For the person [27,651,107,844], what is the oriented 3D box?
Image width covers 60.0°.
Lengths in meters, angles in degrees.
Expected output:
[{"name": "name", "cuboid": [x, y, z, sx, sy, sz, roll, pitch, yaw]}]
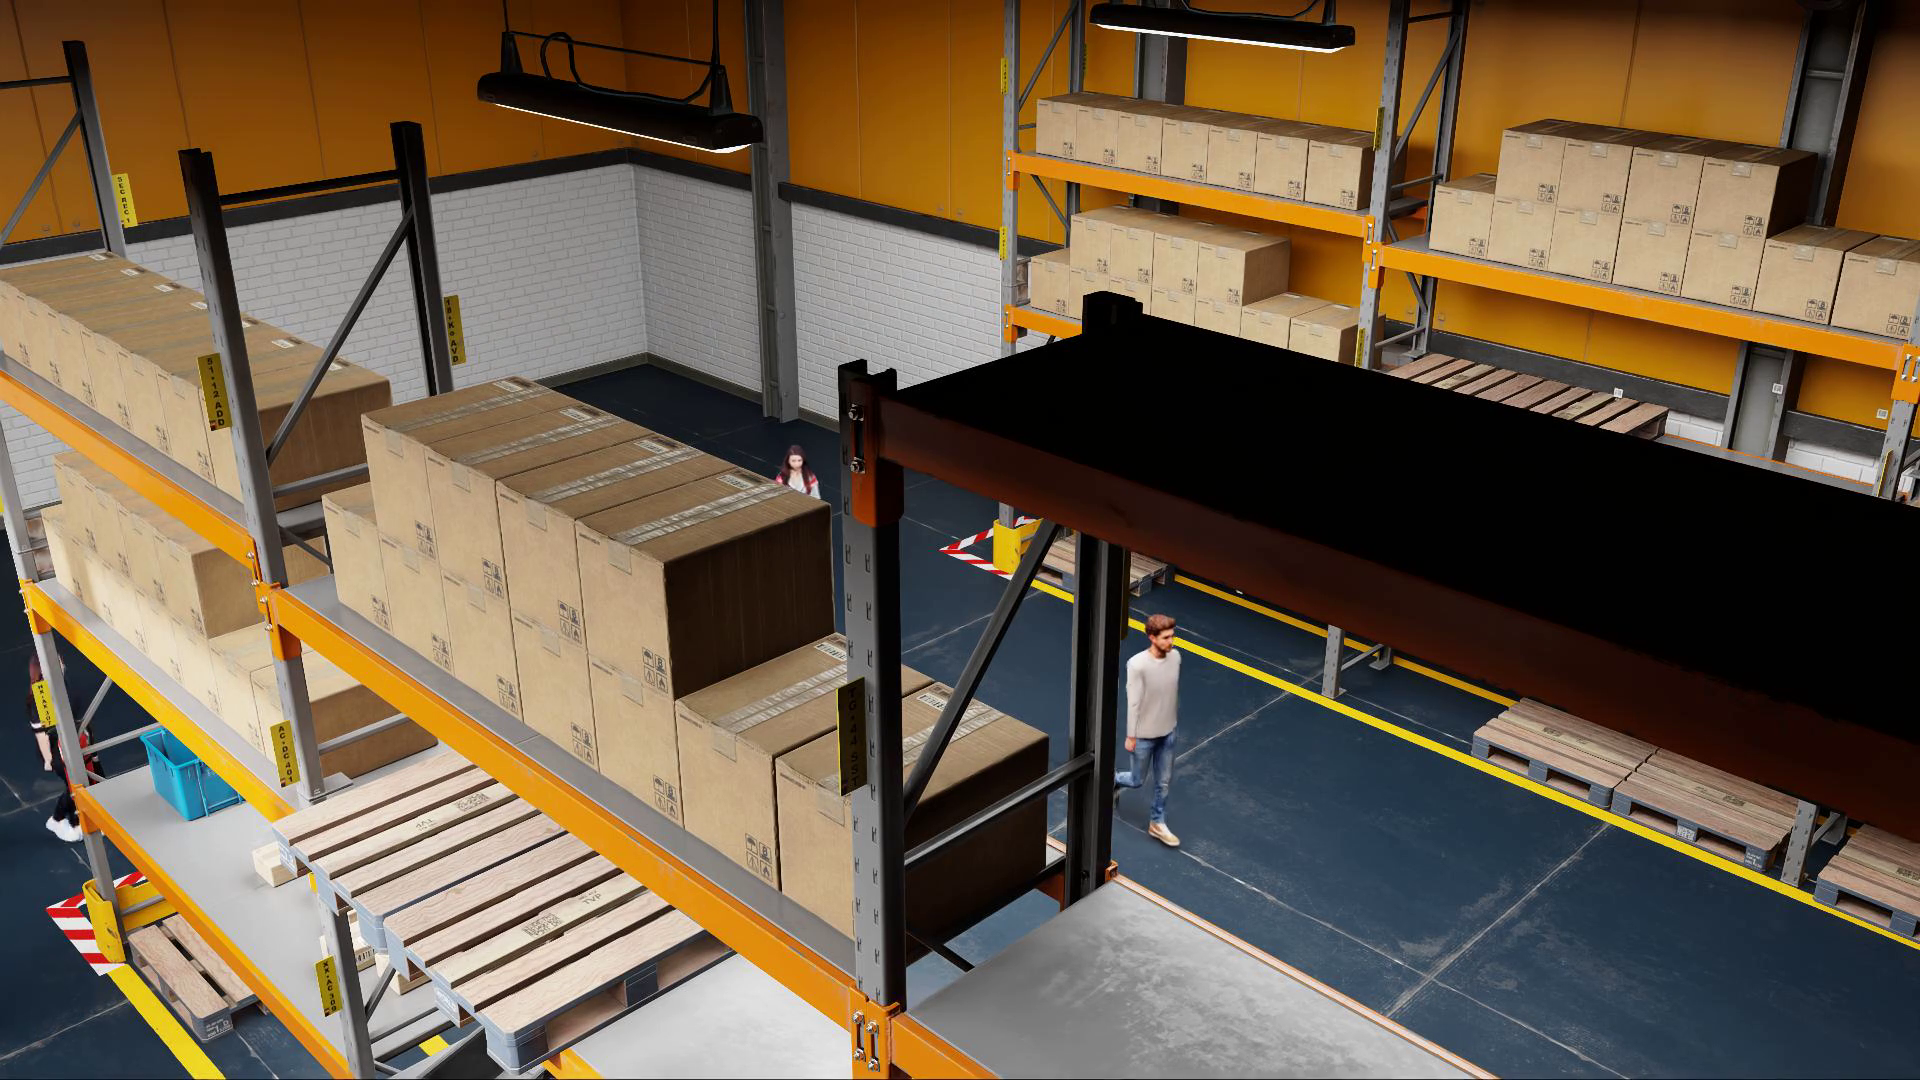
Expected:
[{"name": "person", "cuboid": [-6.799, 1.556, 12.461, 0.821, 1.628, 0.758, -3, 24, -6]}]

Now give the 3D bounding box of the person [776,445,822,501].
[{"name": "person", "cuboid": [-1.629, -0.216, 16.595, 0.968, 1.563, 1.159, -7, 25, -16]}]

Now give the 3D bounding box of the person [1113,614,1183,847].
[{"name": "person", "cuboid": [1.390, 1.390, 12.516, 0.808, 1.888, 1.041, -14, 27, -29]}]
